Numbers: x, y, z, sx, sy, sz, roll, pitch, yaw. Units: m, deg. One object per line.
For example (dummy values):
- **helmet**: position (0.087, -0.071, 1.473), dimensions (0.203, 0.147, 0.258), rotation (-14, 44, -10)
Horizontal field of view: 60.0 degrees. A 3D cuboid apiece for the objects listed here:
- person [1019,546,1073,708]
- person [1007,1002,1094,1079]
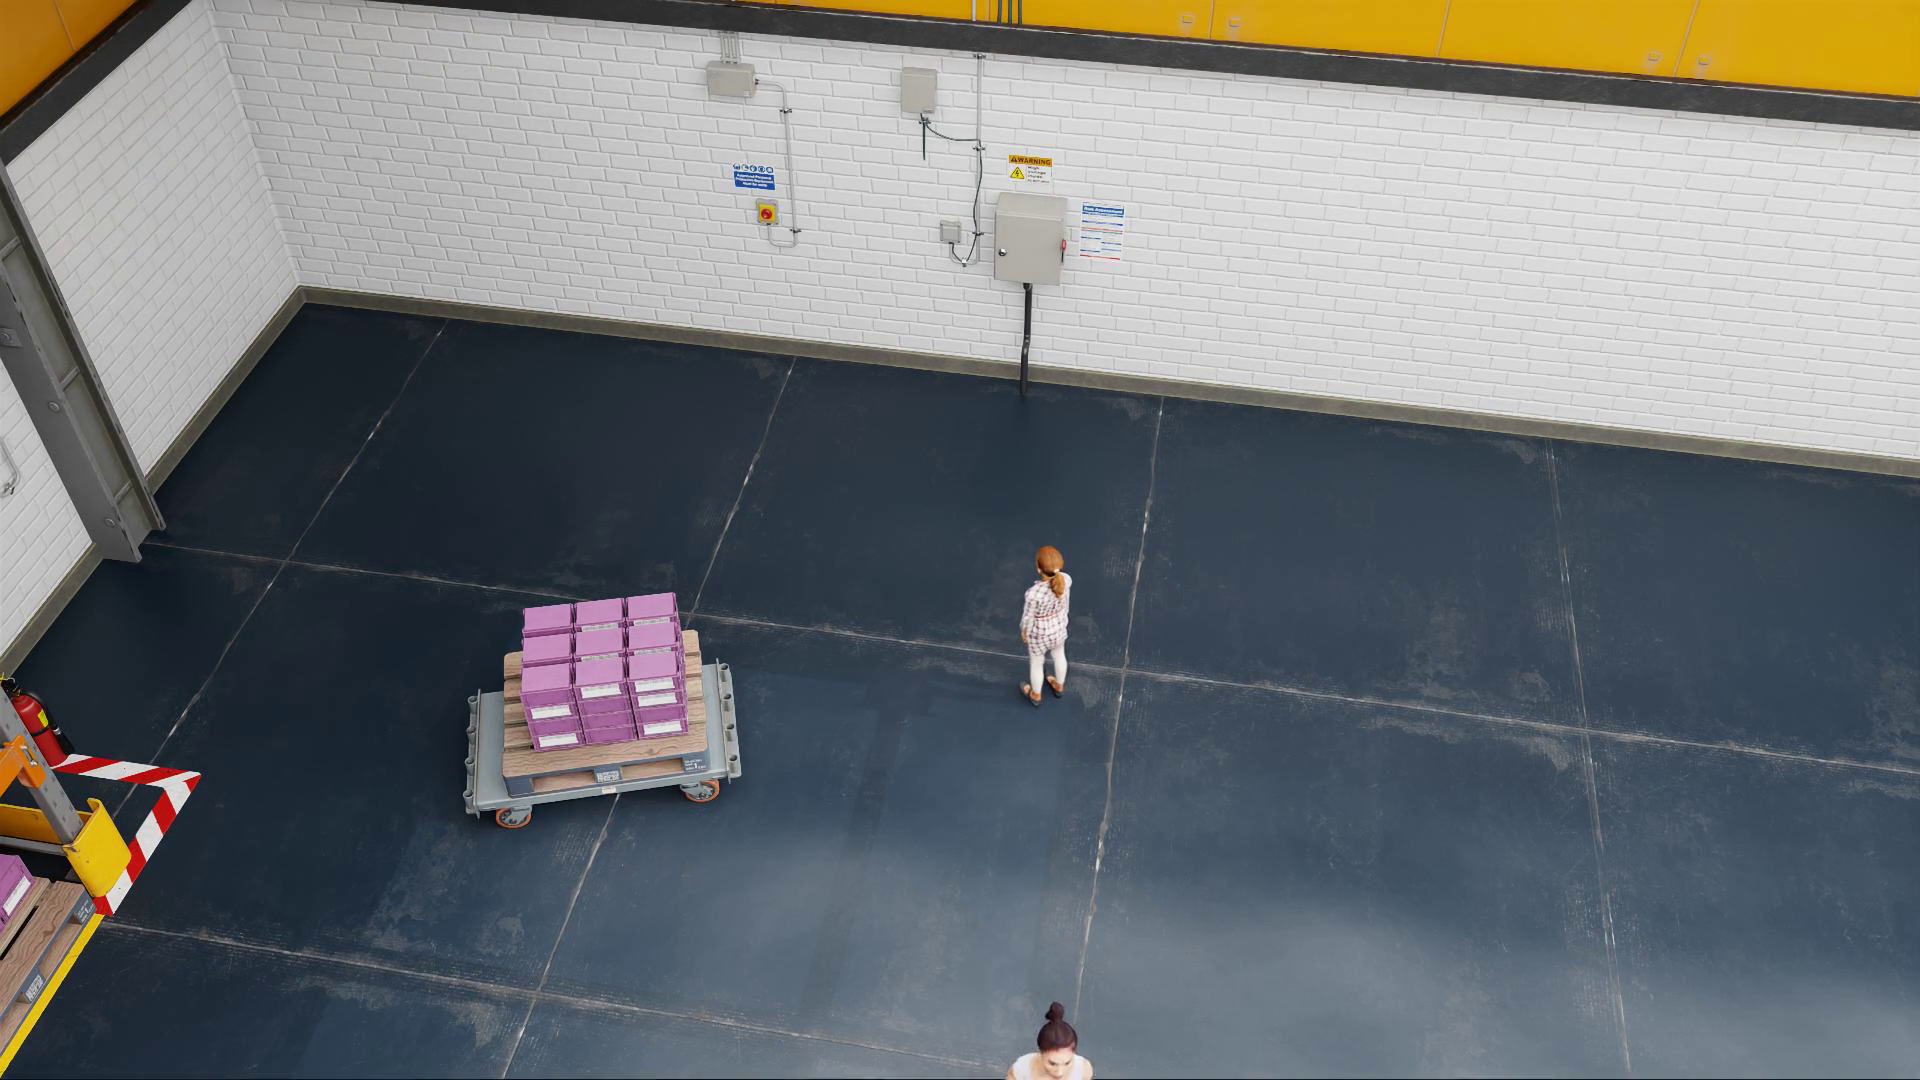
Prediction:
- **person**: position (0.552, 0.545, 10.498), dimensions (0.609, 1.310, 0.667), rotation (-25, 49, -24)
- **person**: position (0.389, 2.728, 8.009), dimensions (0.676, 1.583, 1.007), rotation (-1, 44, -1)
